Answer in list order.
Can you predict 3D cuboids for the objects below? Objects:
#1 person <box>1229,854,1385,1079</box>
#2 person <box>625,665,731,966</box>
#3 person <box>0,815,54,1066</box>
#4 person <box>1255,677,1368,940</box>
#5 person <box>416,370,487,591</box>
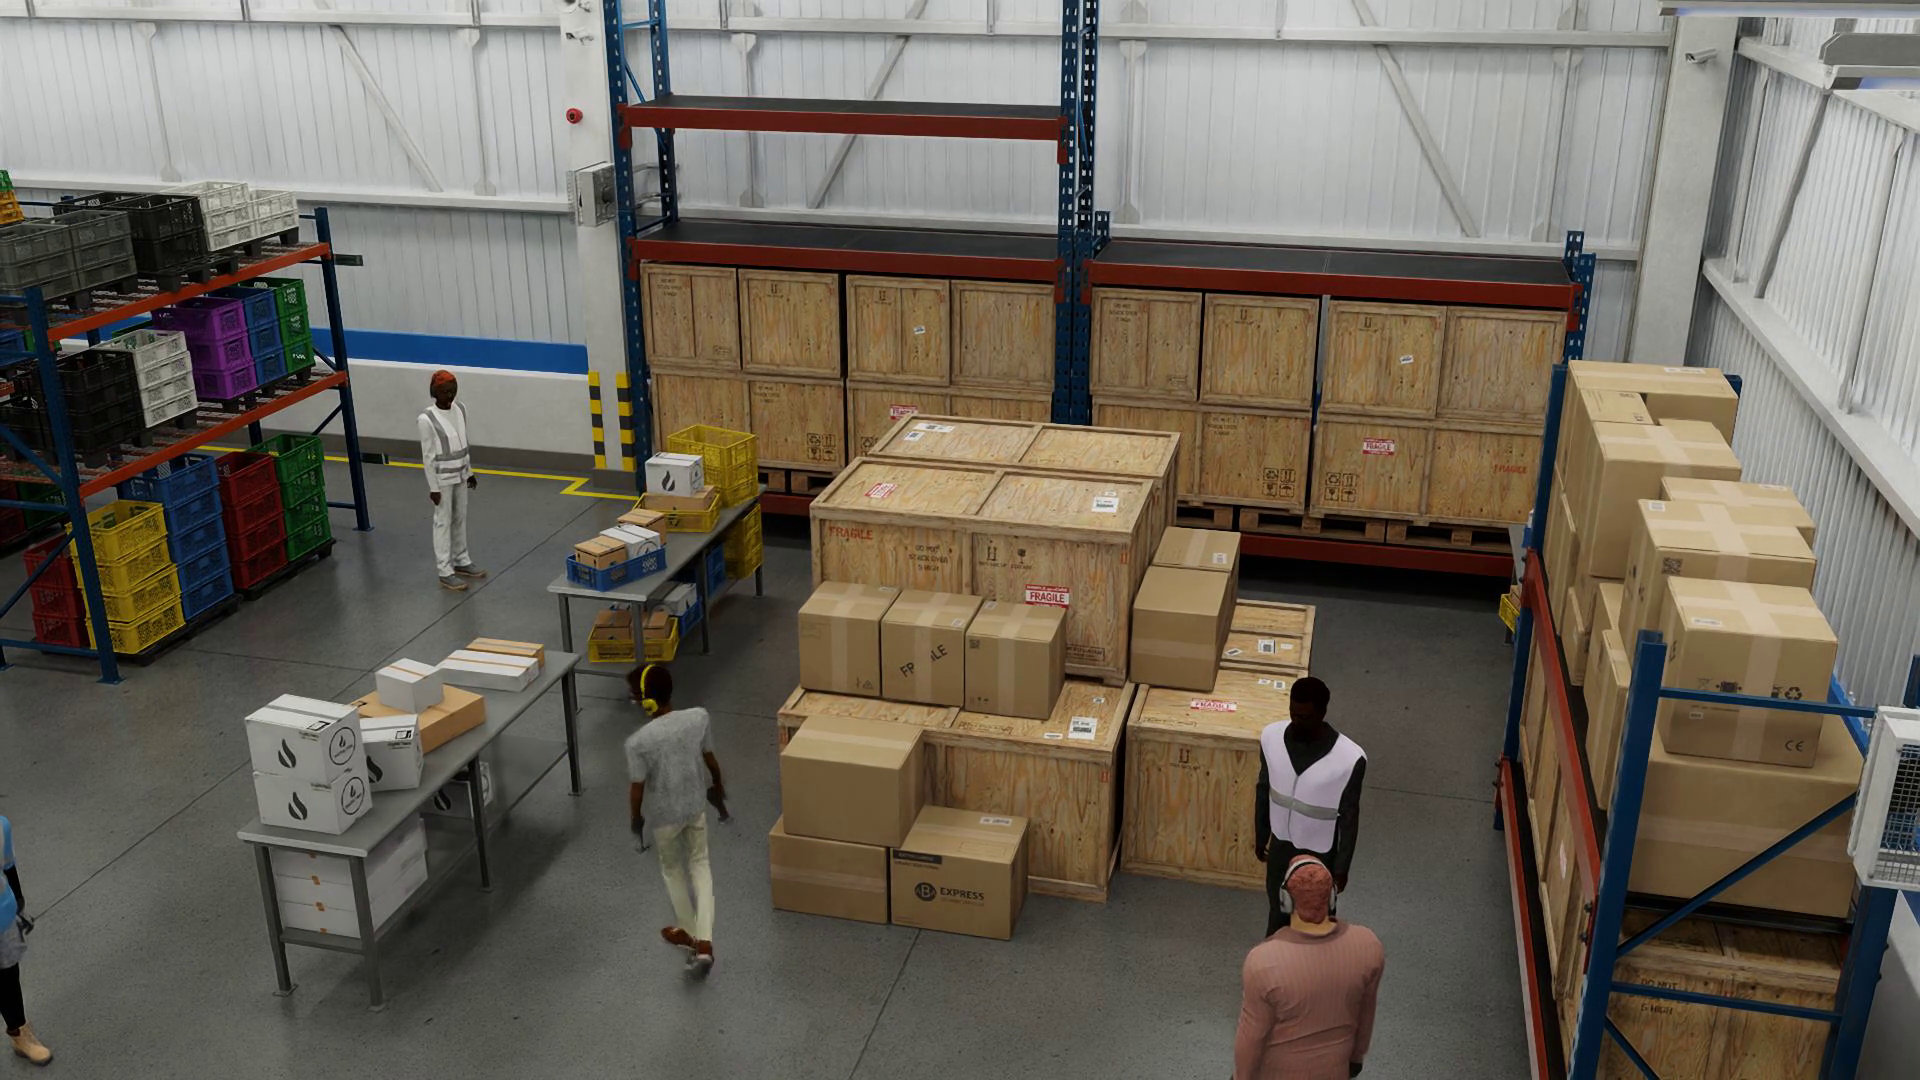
[{"bbox_3d":[1.422,2.187,7.022,0.639,1.901,0.406,-7,22,-17],"label":"person"},{"bbox_3d":[-1.497,1.487,8.955,0.585,1.838,0.566,-14,25,-32],"label":"person"},{"bbox_3d":[-4.783,1.887,8.084,0.321,1.695,0.537,13,24,30],"label":"person"},{"bbox_3d":[1.781,1.571,8.625,0.579,1.911,0.397,16,26,36],"label":"person"},{"bbox_3d":[-4.328,-0.525,14.141,0.361,1.881,0.575,7,22,18],"label":"person"}]
